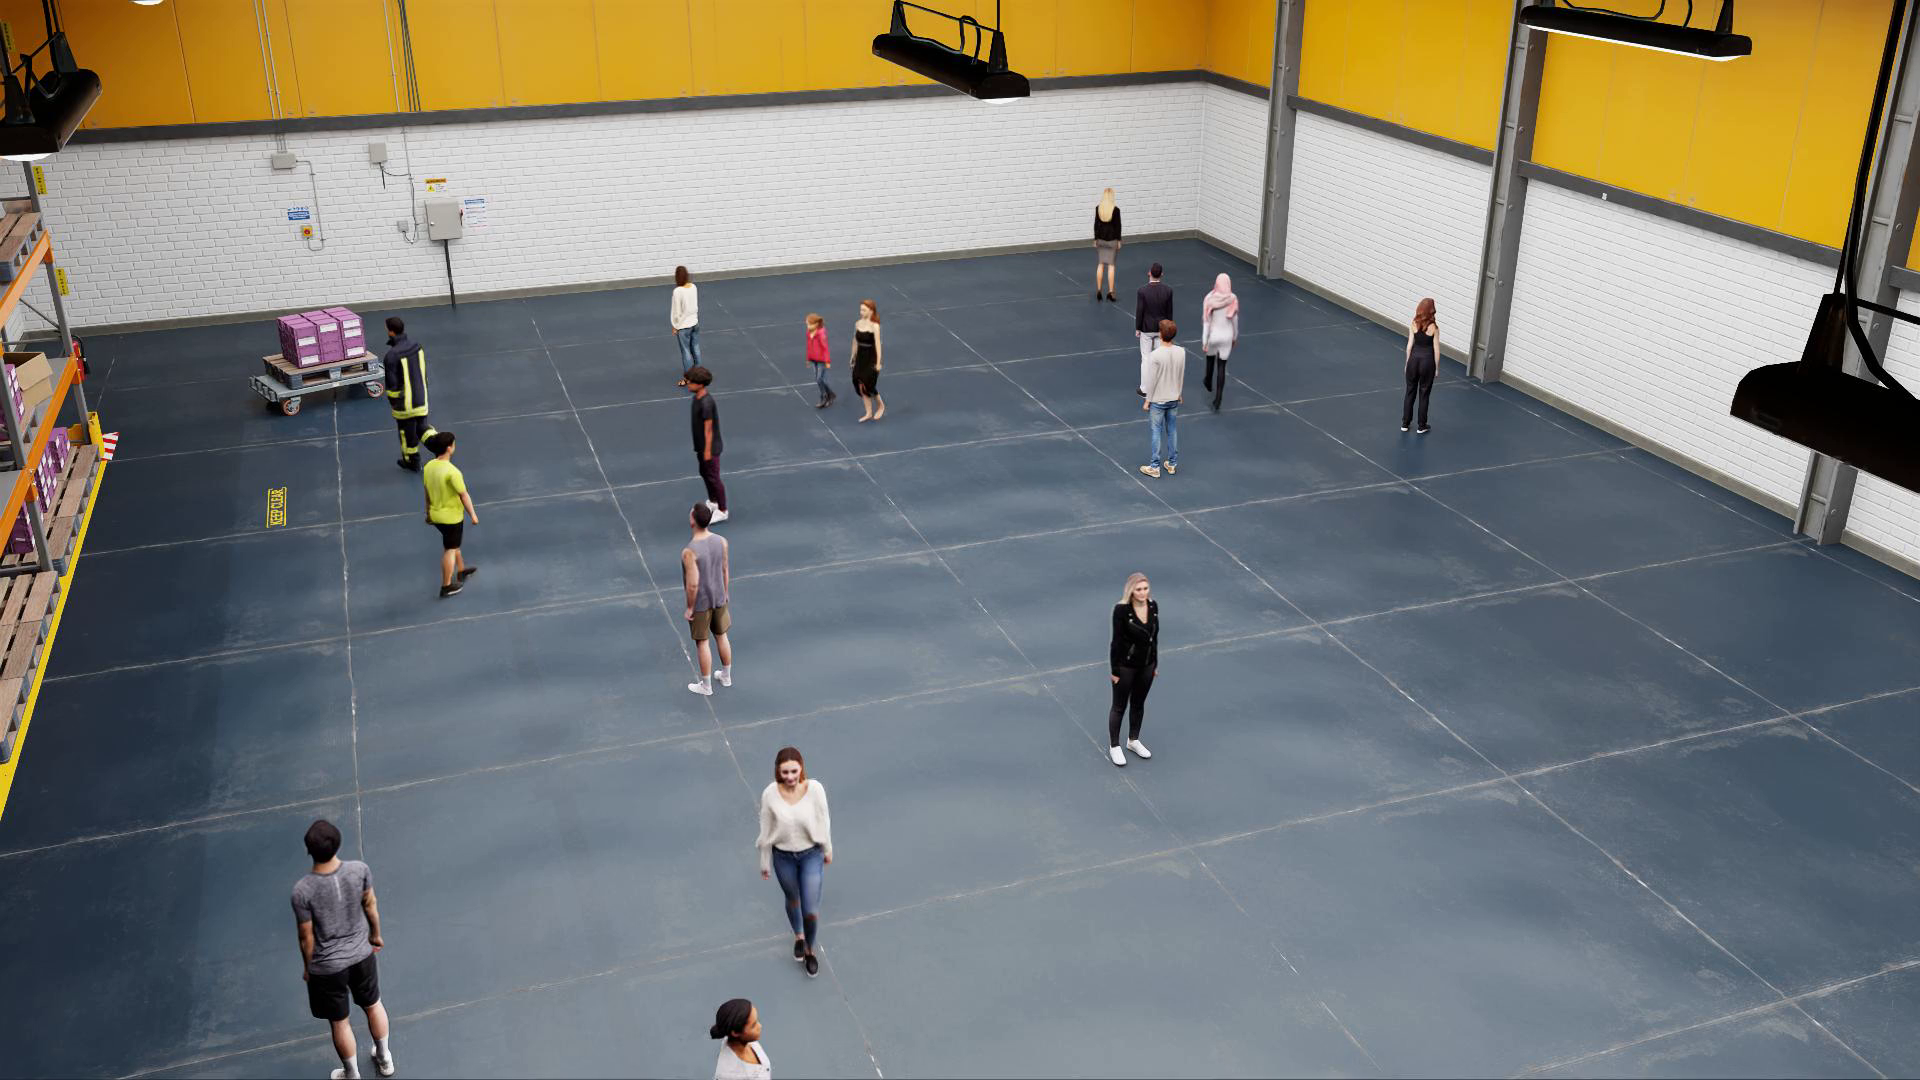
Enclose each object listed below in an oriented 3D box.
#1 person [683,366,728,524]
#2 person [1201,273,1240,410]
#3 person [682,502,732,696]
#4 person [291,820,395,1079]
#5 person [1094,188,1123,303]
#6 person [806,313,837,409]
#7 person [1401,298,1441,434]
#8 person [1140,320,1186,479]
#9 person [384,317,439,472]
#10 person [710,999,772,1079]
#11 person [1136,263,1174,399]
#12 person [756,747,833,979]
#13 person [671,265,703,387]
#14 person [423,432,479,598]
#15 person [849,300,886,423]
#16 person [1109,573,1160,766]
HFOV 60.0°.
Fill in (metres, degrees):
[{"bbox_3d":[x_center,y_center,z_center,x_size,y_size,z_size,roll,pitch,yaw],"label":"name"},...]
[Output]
[{"bbox_3d":[-2.808,-1.090,18.509,0.713,1.776,0.577,-11,26,-24],"label":"person"},{"bbox_3d":[3.439,-2.585,21.965,0.921,1.747,1.258,0,24,0],"label":"person"},{"bbox_3d":[-2.257,0.522,14.821,0.727,1.847,0.716,21,31,40],"label":"person"},{"bbox_3d":[-3.759,2.528,10.114,0.700,1.871,0.733,22,32,40],"label":"person"},{"bbox_3d":[2.370,-4.758,26.819,0.696,1.841,0.752,10,26,22],"label":"person"},{"bbox_3d":[-1.812,-2.390,22.079,0.620,1.300,0.692,21,31,39],"label":"person"},{"bbox_3d":[5.857,-2.227,21.144,0.642,1.748,0.719,14,27,29],"label":"person"},{"bbox_3d":[2.422,-1.677,19.690,0.668,1.905,0.597,-11,26,-23],"label":"person"},{"bbox_3d":[-6.488,-1.718,19.775,1.134,1.913,1.071,11,26,24],"label":"person"},{"bbox_3d":[-1.212,3.163,8.847,0.853,1.723,0.853,0,24,0],"label":"person"},{"bbox_3d":[2.605,-2.830,22.406,0.702,1.844,0.640,-3,24,-6],"label":"person"},{"bbox_3d":[-1.112,2.111,11.307,0.760,1.679,0.786,-1,24,-2],"label":"person"},{"bbox_3d":[-3.762,-2.958,22.902,0.736,1.681,0.704,14,27,29],"label":"person"},{"bbox_3d":[-5.195,-0.229,16.651,0.928,1.686,0.971,13,27,28],"label":"person"},{"bbox_3d":[-1.141,-2.333,21.556,0.755,1.613,0.692,-21,31,-40],"label":"person"},{"bbox_3d":[1.433,1.042,13.745,0.614,1.685,0.551,-11,26,-23],"label":"person"}]
